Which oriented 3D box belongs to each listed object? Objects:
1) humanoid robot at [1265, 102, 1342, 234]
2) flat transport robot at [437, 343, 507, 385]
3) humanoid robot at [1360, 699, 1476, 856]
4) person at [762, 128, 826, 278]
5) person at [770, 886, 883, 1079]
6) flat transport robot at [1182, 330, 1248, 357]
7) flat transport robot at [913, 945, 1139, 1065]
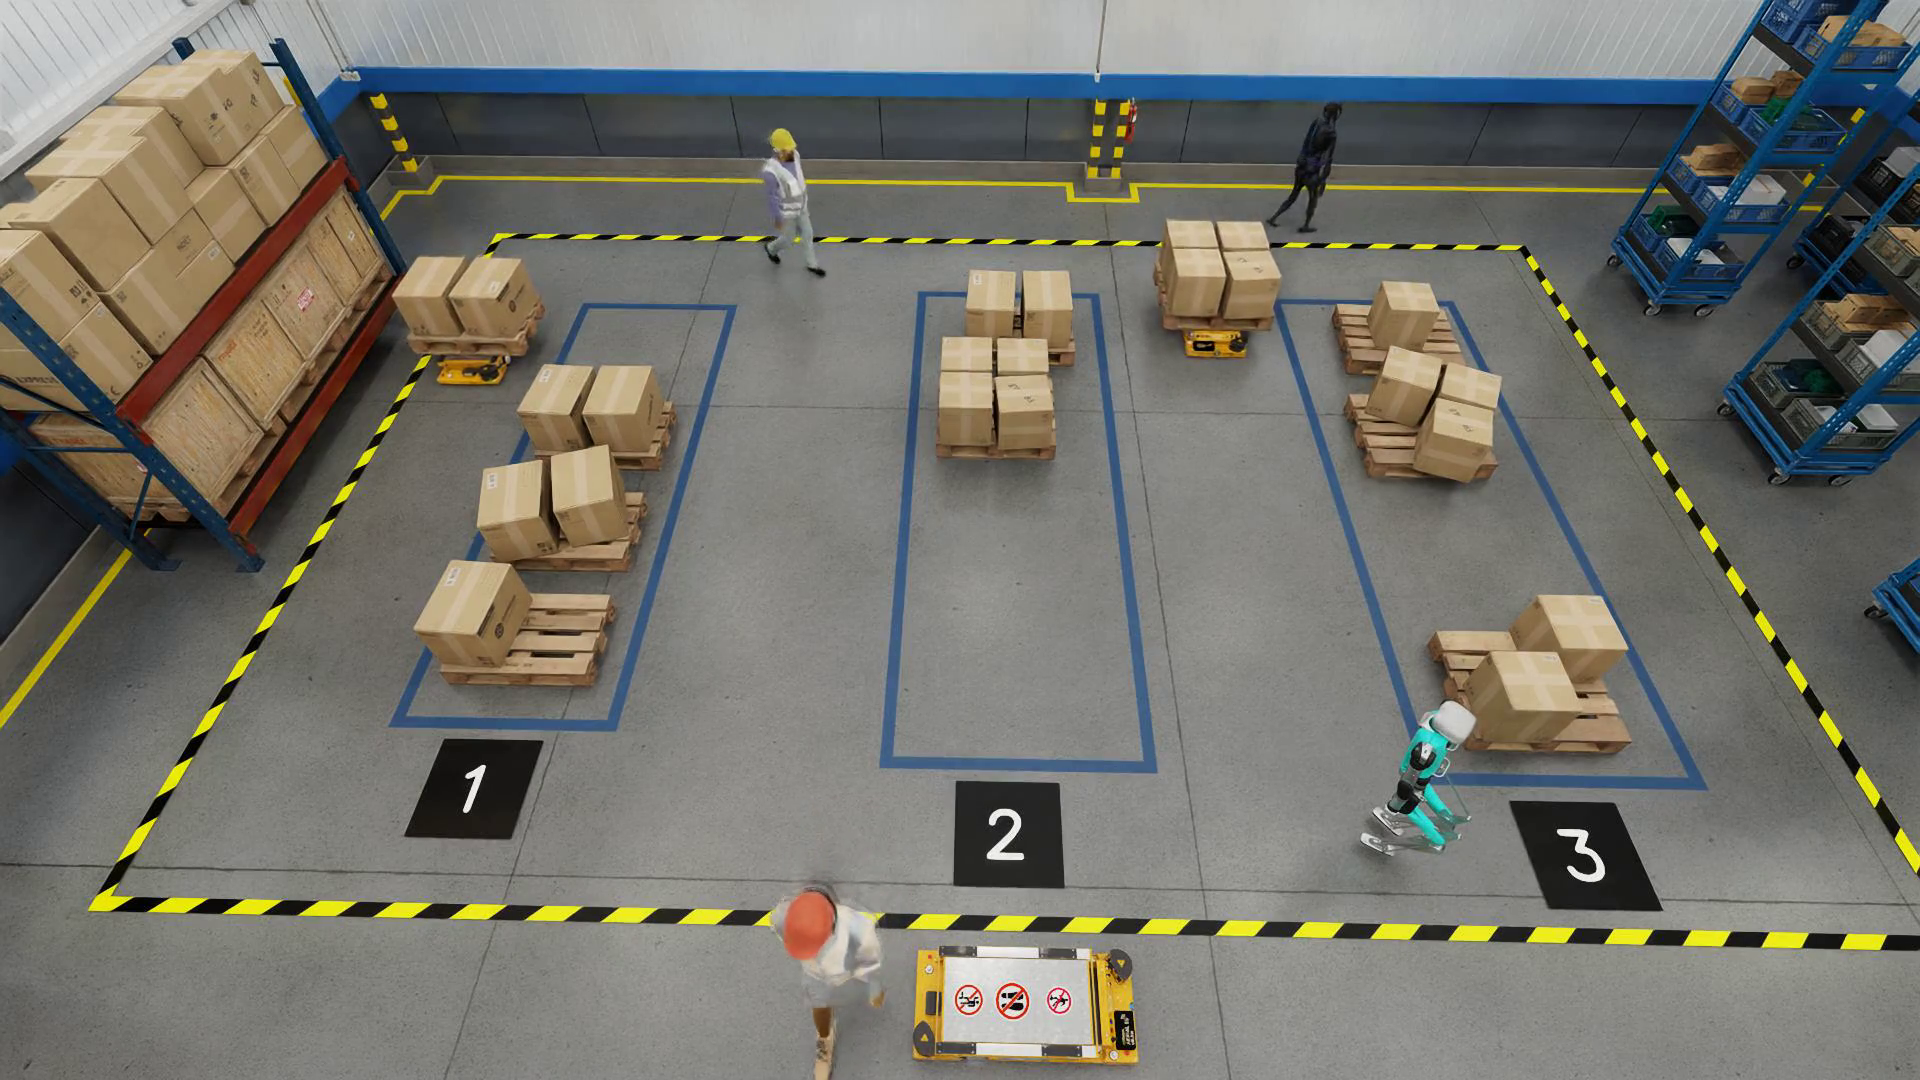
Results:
[{"bbox_3d":[4.290,-4.576,11.330,0.540,1.651,0.611,-14,52,-12],"label":"humanoid robot"},{"bbox_3d":[-5.329,-2.294,10.338,0.652,0.197,1.431,1,51,1],"label":"flat transport robot"},{"bbox_3d":[3.166,1.696,6.066,0.735,1.681,0.533,34,58,25],"label":"humanoid robot"},{"bbox_3d":[-2.014,-3.920,10.687,0.721,1.811,0.593,24,55,19],"label":"person"},{"bbox_3d":[-0.741,2.469,5.360,0.619,2.003,0.961,4,51,3],"label":"person"},{"bbox_3d":[2.882,-2.654,10.631,0.652,0.197,1.431,1,51,1],"label":"flat transport robot"},{"bbox_3d":[0.422,3.041,6.007,1.431,0.231,0.659,1,51,1],"label":"flat transport robot"}]
